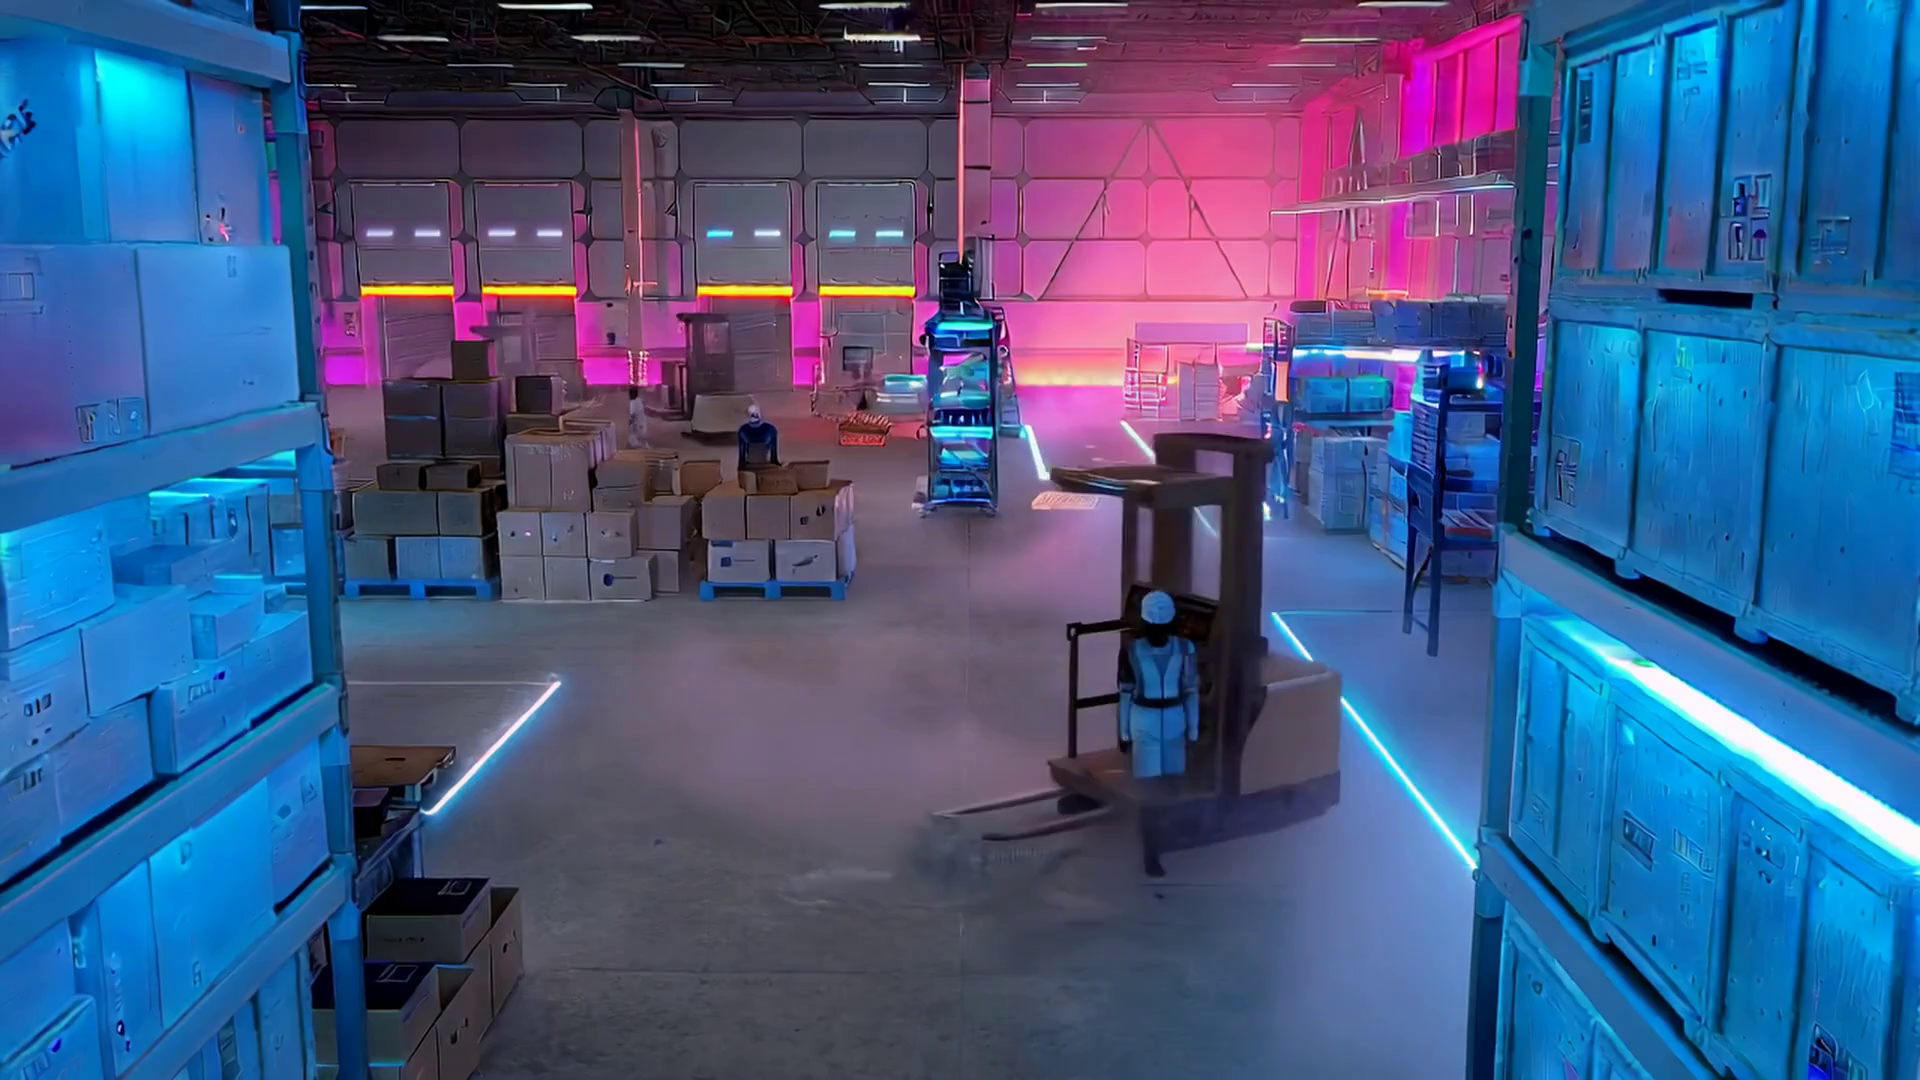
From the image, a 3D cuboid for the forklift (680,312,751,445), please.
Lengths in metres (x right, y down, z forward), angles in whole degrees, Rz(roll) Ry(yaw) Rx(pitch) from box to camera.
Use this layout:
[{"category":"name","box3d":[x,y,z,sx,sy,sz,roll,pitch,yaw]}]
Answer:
[{"category":"forklift","box3d":[-5.312,-3.541,36.133,1.129,2.768,1.873,-5,11,-25]}]

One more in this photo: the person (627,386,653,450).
[{"category":"person","box3d":[-5.964,-2.068,31.160,0.847,1.662,0.531,1,10,9]}]

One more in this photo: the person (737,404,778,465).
[{"category":"person","box3d":[-2.969,-1.030,24.412,0.629,1.929,0.362,3,10,16]}]

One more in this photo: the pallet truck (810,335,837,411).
[{"category":"pallet truck","box3d":[-3.021,-4.312,43.126,1.885,1.965,0.823,3,10,17]}]

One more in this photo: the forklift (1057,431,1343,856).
[{"category":"forklift","box3d":[1.796,0.635,12.039,1.873,2.768,1.129,-7,12,-33]}]

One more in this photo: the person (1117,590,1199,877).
[{"category":"person","box3d":[1.327,1.243,11.340,0.541,1.909,0.880,-1,10,-7]}]

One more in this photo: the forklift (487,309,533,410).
[{"category":"forklift","box3d":[-10.359,-3.940,38.434,1.129,2.768,1.873,-8,13,-38]}]

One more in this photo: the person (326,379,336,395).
[{"category":"person","box3d":[-18.578,-5.032,48.215,0.780,1.670,0.535,2,10,11]}]
